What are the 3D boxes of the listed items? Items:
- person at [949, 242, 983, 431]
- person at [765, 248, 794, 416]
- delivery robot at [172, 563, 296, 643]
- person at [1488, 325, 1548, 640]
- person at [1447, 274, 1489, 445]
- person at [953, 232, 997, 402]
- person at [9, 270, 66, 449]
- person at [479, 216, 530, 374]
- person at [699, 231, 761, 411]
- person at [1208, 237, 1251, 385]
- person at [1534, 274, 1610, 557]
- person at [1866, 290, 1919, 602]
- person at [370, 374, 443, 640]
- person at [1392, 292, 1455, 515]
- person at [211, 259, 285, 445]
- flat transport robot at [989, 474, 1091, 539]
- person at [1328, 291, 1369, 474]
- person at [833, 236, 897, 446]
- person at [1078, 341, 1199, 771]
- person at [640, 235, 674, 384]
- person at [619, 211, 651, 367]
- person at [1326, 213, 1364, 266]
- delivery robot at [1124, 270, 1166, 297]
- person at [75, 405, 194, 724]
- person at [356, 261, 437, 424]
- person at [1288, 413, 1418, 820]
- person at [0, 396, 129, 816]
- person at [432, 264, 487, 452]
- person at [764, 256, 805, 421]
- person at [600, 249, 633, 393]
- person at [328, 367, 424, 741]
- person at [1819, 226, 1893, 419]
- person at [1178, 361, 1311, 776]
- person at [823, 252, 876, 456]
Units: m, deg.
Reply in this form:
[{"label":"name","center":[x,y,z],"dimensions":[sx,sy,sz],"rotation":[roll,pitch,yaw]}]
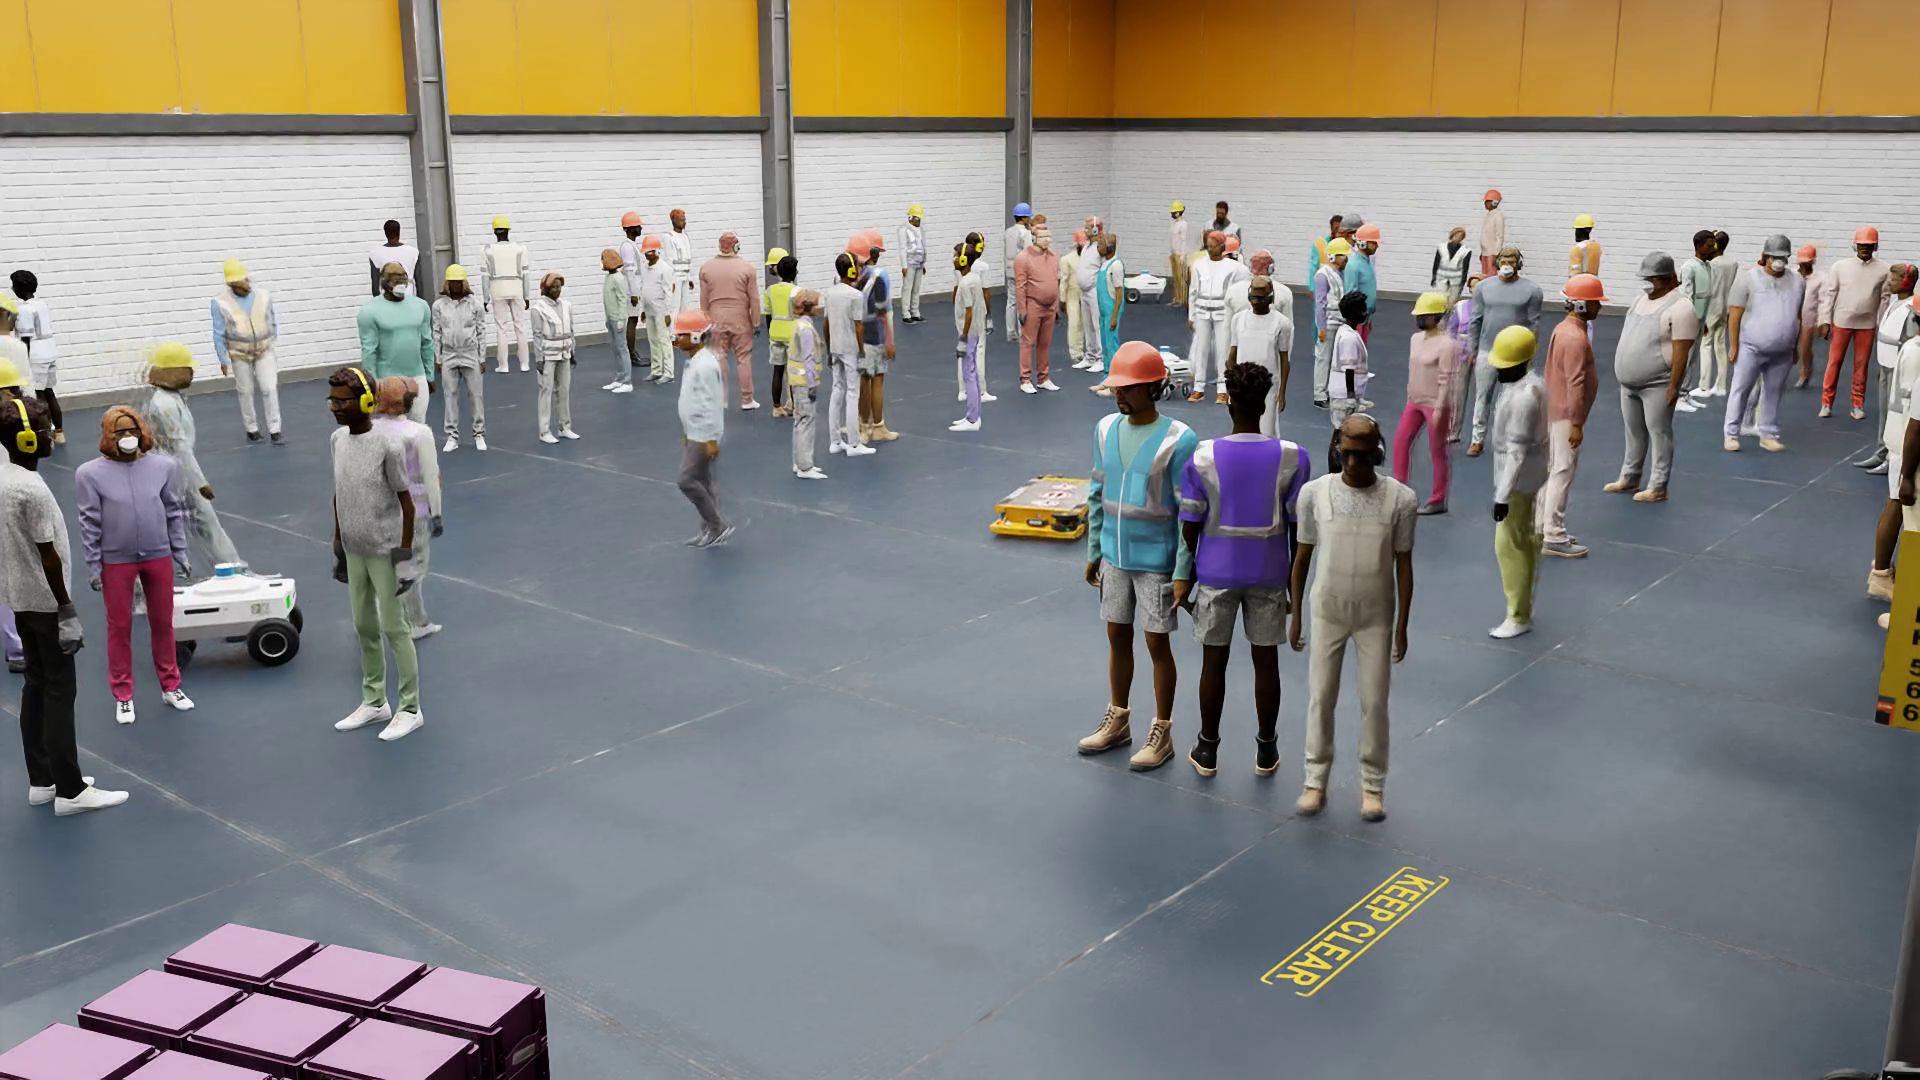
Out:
[{"label":"person","center":[0.061,-2.019,16.588],"dimensions":[0.328,1.874,0.517],"rotation":[3,14,10]},{"label":"person","center":[-1.859,-2.175,17.444],"dimensions":[0.338,1.761,0.525],"rotation":[-1,14,-3]},{"label":"delivery robot","center":[-4.175,0.377,9.489],"dimensions":[0.707,0.478,0.477],"rotation":[-5,15,-18]},{"label":"person","center":[3.321,-0.365,9.977],"dimensions":[0.387,1.881,0.747],"rotation":[5,15,19]},{"label":"person","center":[4.887,-1.710,15.821],"dimensions":[0.513,1.641,0.309],"rotation":[11,18,37]},{"label":"person","center":[0.152,-2.452,18.332],"dimensions":[0.517,1.865,0.328],"rotation":[10,17,35]},{"label":"person","center":[-8.692,-1.696,15.675],"dimensions":[0.320,1.686,0.539],"rotation":[-2,14,-8]},{"label":"person","center":[-5.575,-3.006,20.429],"dimensions":[0.588,1.922,0.384],"rotation":[-6,15,-24]},{"label":"person","center":[-2.438,-2.336,17.784],"dimensions":[0.651,1.906,0.403],"rotation":[2,14,8]},{"label":"person","center":[3.125,-2.628,19.279],"dimensions":[0.352,1.740,0.563],"rotation":[-6,15,-24]},{"label":"person","center":[4.332,-0.886,11.806],"dimensions":[0.388,1.992,0.625],"rotation":[2,14,8]},{"label":"person","center":[6.110,-0.617,10.623],"dimensions":[0.375,2.046,0.615],"rotation":[8,16,30]},{"label":"person","center":[-3.272,-0.137,9.602],"dimensions":[0.537,1.613,0.694],"rotation":[6,15,21]},{"label":"person","center":[3.528,-1.032,12.881],"dimensions":[0.711,1.741,0.547],"rotation":[-6,15,-23]},{"label":"person","center":[-6.745,-1.769,15.773],"dimensions":[0.595,1.781,0.762],"rotation":[-9,17,-33]},{"label":"flat transport robot","center":[0.747,-0.274,12.856],"dimensions":[0.652,0.197,1.431],"rotation":[5,15,18]},{"label":"person","center":[3.179,-1.190,13.624],"dimensions":[0.315,1.695,0.541],"rotation":[2,14,8]},{"label":"person","center":[-1.002,-1.913,15.952],"dimensions":[0.539,1.995,0.746],"rotation":[-13,19,-43]},{"label":"person","center":[0.825,0.081,7.846],"dimensions":[0.615,2.041,0.388],"rotation":[13,19,43]},{"label":"person","center":[-3.600,-2.717,19.635],"dimensions":[0.352,1.743,0.566],"rotation":[-13,19,-42]},{"label":"person","center":[-4.119,-3.168,21.032],"dimensions":[0.348,1.942,0.546],"rotation":[-2,14,-10]},{"label":"person","center":[4.434,-2.703,18.976],"dimensions":[0.537,2.000,0.689],"rotation":[0,14,2]},{"label":"delivery robot","center":[3.175,-4.382,28.508],"dimensions":[0.707,0.478,0.477],"rotation":[0,14,0]},{"label":"person","center":[-4.221,0.115,8.539],"dimensions":[0.498,1.634,0.278],"rotation":[-12,19,-40]},{"label":"person","center":[-4.619,-1.326,13.715],"dimensions":[0.378,1.932,0.623],"rotation":[13,19,41]},{"label":"person","center":[1.697,0.341,7.252],"dimensions":[0.518,1.832,0.370],"rotation":[4,15,16]},{"label":"person","center":[-4.036,0.294,7.347],"dimensions":[0.514,1.872,0.328],"rotation":[11,18,36]},{"label":"person","center":[-4.669,-1.697,15.555],"dimensions":[0.486,1.746,0.290],"rotation":[-3,14,-11]},{"label":"person","center":[-1.773,-2.080,17.184],"dimensions":[0.540,1.695,0.317],"rotation":[8,16,30]},{"label":"person","center":[-3.941,-2.506,19.011],"dimensions":[0.271,1.632,0.503],"rotation":[-8,16,-28]},{"label":"person","center":[-2.925,0.069,8.246],"dimensions":[0.539,1.869,0.313],"rotation":[8,16,28]},{"label":"person","center":[9.301,-2.256,17.282],"dimensions":[0.611,1.995,0.380],"rotation":[5,15,19]},{"label":"person","center":[1.309,0.148,7.734],"dimensions":[0.607,1.966,0.367],"rotation":[1,14,3]},{"label":"person","center":[-1.048,-1.717,15.381],"dimensions":[0.514,1.872,0.332],"rotation":[13,19,42]}]
